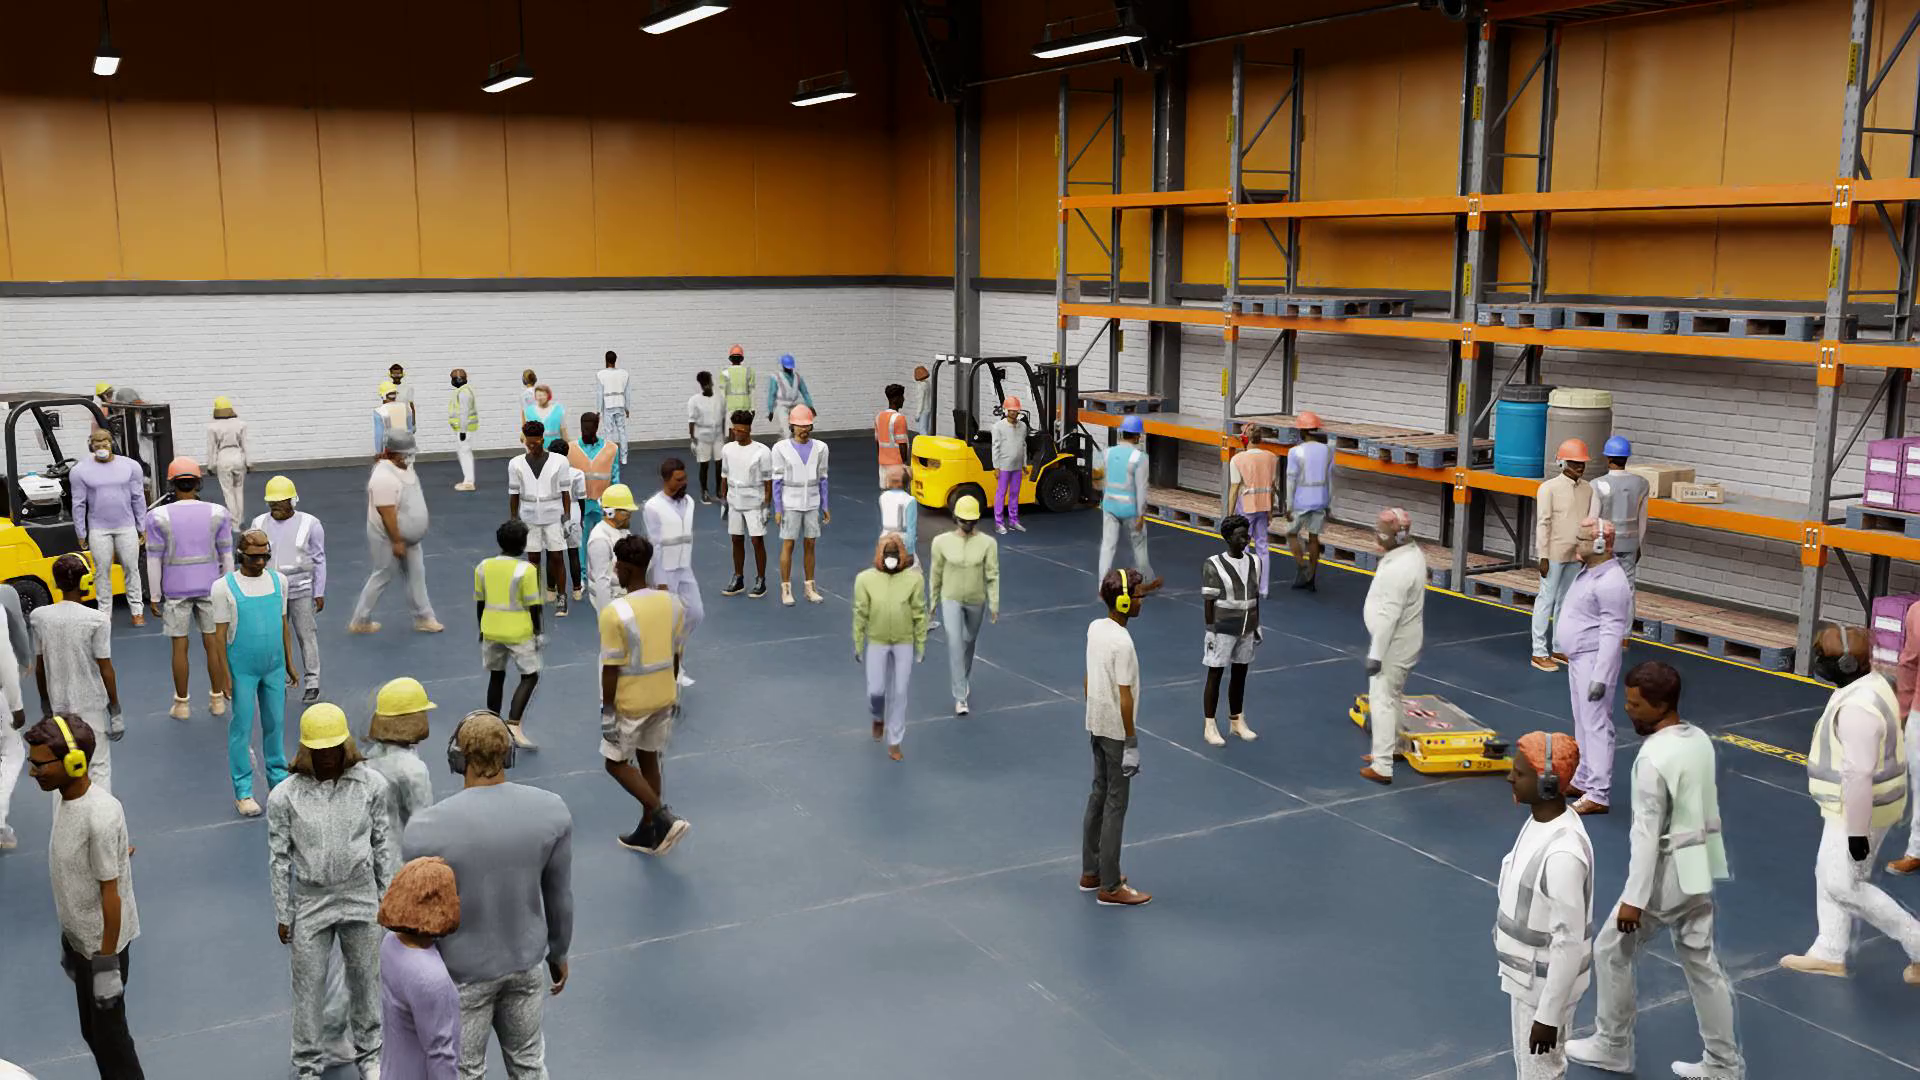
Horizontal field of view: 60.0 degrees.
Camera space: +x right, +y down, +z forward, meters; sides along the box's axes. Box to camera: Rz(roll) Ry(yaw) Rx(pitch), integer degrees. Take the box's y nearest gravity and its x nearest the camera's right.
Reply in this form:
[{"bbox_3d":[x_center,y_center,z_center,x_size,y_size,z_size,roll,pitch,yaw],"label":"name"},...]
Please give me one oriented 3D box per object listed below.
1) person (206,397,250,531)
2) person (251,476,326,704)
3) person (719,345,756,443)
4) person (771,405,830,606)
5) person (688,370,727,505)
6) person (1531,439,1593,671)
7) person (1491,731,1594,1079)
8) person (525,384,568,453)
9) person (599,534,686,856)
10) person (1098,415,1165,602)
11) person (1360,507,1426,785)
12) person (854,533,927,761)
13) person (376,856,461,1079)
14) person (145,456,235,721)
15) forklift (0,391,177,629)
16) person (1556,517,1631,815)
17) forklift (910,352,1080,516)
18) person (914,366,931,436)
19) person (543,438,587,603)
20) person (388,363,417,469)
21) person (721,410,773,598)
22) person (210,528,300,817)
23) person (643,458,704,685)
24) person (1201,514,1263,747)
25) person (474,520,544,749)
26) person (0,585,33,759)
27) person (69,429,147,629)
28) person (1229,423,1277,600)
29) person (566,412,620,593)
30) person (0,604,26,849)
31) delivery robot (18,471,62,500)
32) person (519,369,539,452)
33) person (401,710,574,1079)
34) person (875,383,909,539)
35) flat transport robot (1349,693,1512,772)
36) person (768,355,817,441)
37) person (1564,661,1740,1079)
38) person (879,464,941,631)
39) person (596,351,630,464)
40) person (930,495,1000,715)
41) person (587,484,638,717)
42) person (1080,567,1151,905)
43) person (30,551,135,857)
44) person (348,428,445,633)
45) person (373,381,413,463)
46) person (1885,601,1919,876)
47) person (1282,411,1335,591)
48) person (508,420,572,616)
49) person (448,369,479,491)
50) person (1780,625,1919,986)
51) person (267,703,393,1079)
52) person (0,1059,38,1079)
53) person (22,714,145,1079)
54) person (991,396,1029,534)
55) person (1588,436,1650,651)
[{"bbox_3d":[-9.445,-0.986,21.427,0.504,1.715,0.678,-8,13,-39],"label":"person"},{"bbox_3d":[-5.335,0.397,13.181,0.599,1.829,0.404,0,10,-1],"label":"person"},{"bbox_3d":[-3.688,-2.203,27.542,0.607,2.044,0.376,-3,10,-16],"label":"person"},{"bbox_3d":[-1.602,-0.353,16.885,0.605,2.045,0.388,-4,11,-24],"label":"person"},{"bbox_3d":[-3.563,-1.441,23.482,0.621,1.922,0.554,-6,11,-30],"label":"person"},{"bbox_3d":[5.194,0.122,14.287,0.610,1.996,0.384,-5,11,-28],"label":"person"},{"bbox_3d":[2.105,1.608,6.053,0.341,1.882,0.587,2,10,11],"label":"person"},{"bbox_3d":[-5.595,-1.233,22.624,0.578,1.821,0.748,0,10,2],"label":"person"},{"bbox_3d":[-1.838,0.932,9.757,0.545,1.948,0.620,7,12,36],"label":"person"},{"bbox_3d":[1.759,-0.339,17.193,0.633,1.898,0.948,9,13,42],"label":"person"},{"bbox_3d":[2.943,0.699,11.328,0.400,1.882,0.680,4,11,22],"label":"person"},{"bbox_3d":[-0.493,0.739,11.791,0.517,1.618,0.411,-1,10,-7],"label":"person"},{"bbox_3d":[-1.765,1.837,5.493,0.282,1.628,0.507,-6,12,-31],"label":"person"},{"bbox_3d":[-5.892,0.373,12.765,0.612,2.030,0.410,-7,12,-35],"label":"person"},{"bbox_3d":[-9.026,-0.363,16.508,1.214,2.155,2.313,6,11,29],"label":"forklift"},{"bbox_3d":[4.016,0.800,10.642,0.404,1.911,0.636,1,10,8],"label":"person"},{"bbox_3d":[0.460,-1.461,22.833,2.313,2.155,1.214,-5,11,-28],"label":"forklift"},{"bbox_3d":[-0.642,-2.166,28.501,0.279,1.633,0.498,3,10,17],"label":"person"},{"bbox_3d":[-4.074,-0.194,16.996,0.531,1.689,0.322,-4,11,-21],"label":"person"},{"bbox_3d":[-8.704,-1.805,25.790,0.509,1.860,0.334,-2,10,-13],"label":"person"},{"bbox_3d":[-2.226,-0.379,17.265,0.613,1.962,0.367,5,11,25],"label":"person"},{"bbox_3d":[-4.498,0.831,10.662,0.345,1.840,0.504,8,12,37],"label":"person"},{"bbox_3d":[-2.370,0.263,13.753,0.434,1.899,0.594,6,11,30],"label":"person"},{"bbox_3d":[1.984,0.649,12.117,0.532,1.696,0.319,-6,11,-30],"label":"person"},{"bbox_3d":[-3.293,0.687,11.974,0.617,1.678,0.464,4,11,21],"label":"person"},{"bbox_3d":[-6.456,0.827,11.030,0.530,1.722,0.895,-3,10,-15],"label":"person"},{"bbox_3d":[-8.065,-0.103,15.798,0.632,1.930,0.377,-5,11,-28],"label":"person"},{"bbox_3d":[3.001,-0.277,17.058,0.565,1.836,0.384,-5,11,-27],"label":"person"},{"bbox_3d":[-3.880,-0.402,17.544,0.594,1.915,0.379,-3,10,-15],"label":"person"},{"bbox_3d":[-5.844,0.949,9.892,0.616,1.872,0.432,1,10,3],"label":"person"},{"bbox_3d":[-12.797,-0.712,22.963,0.477,0.478,0.707,10,14,44],"label":"delivery robot"},{"bbox_3d":[-6.358,-1.623,24.788,0.347,1.840,0.505,5,11,29],"label":"person"},{"bbox_3d":[-1.725,1.574,6.138,0.635,1.928,0.382,-8,12,-37],"label":"person"},{"bbox_3d":[-0.814,-0.960,20.605,0.368,1.966,0.603,-7,12,-35],"label":"person"},{"bbox_3d":[3.385,1.371,12.058,0.652,0.197,1.431,-1,10,-7],"label":"flat transport robot"},{"bbox_3d":[-2.833,-2.170,27.871,0.754,1.871,0.970,-9,14,-43],"label":"person"},{"bbox_3d":[2.966,1.432,7.102,0.814,1.868,0.660,9,13,43],"label":"person"},{"bbox_3d":[-0.501,0.096,15.516,0.765,1.606,0.531,-10,14,-44],"label":"person"},{"bbox_3d":[-5.836,-2.223,28.016,0.600,1.915,0.376,-7,12,-35],"label":"person"},{"bbox_3d":[0.038,0.479,13.057,0.533,1.703,0.958,-1,10,-7],"label":"person"},{"bbox_3d":[-2.642,0.473,12.793,0.403,1.818,0.601,1,10,6],"label":"person"},{"bbox_3d":[0.855,1.072,9.183,0.312,1.869,0.526,-3,10,-18],"label":"person"},{"bbox_3d":[-5.125,0.990,9.694,0.511,1.861,0.322,1,10,8],"label":"person"},{"bbox_3d":[-5.330,-0.116,15.531,0.854,2.000,0.701,2,10,9],"label":"person"},{"bbox_3d":[-7.744,-1.255,22.699,0.404,1.828,0.587,7,12,35],"label":"person"},{"bbox_3d":[5.560,1.011,9.380,0.381,1.929,0.635,-4,11,-22],"label":"person"},{"bbox_3d":[3.670,-0.398,17.504,0.583,1.926,0.389,-2,10,-14],"label":"person"},{"bbox_3d":[-4.123,-0.212,16.356,0.610,1.952,0.387,-1,10,-5],"label":"person"},{"bbox_3d":[-7.480,-1.667,25.081,0.429,1.828,0.641,-2,10,-14],"label":"person"},{"bbox_3d":[4.421,1.312,8.022,0.660,1.811,0.637,6,11,30],"label":"person"},{"bbox_3d":[-2.610,1.522,6.958,0.492,1.742,0.320,-6,12,-31],"label":"person"},{"bbox_3d":[-2.462,1.907,4.141,0.599,1.958,0.375,3,10,18],"label":"person"},{"bbox_3d":[-3.339,1.569,6.375,0.345,1.857,0.513,-9,13,-42],"label":"person"},{"bbox_3d":[0.654,-0.964,21.232,0.563,1.752,0.327,-8,12,-38],"label":"person"},{"bbox_3d":[5.840,0.045,14.868,0.603,1.948,0.385,-2,10,-12],"label":"person"}]
